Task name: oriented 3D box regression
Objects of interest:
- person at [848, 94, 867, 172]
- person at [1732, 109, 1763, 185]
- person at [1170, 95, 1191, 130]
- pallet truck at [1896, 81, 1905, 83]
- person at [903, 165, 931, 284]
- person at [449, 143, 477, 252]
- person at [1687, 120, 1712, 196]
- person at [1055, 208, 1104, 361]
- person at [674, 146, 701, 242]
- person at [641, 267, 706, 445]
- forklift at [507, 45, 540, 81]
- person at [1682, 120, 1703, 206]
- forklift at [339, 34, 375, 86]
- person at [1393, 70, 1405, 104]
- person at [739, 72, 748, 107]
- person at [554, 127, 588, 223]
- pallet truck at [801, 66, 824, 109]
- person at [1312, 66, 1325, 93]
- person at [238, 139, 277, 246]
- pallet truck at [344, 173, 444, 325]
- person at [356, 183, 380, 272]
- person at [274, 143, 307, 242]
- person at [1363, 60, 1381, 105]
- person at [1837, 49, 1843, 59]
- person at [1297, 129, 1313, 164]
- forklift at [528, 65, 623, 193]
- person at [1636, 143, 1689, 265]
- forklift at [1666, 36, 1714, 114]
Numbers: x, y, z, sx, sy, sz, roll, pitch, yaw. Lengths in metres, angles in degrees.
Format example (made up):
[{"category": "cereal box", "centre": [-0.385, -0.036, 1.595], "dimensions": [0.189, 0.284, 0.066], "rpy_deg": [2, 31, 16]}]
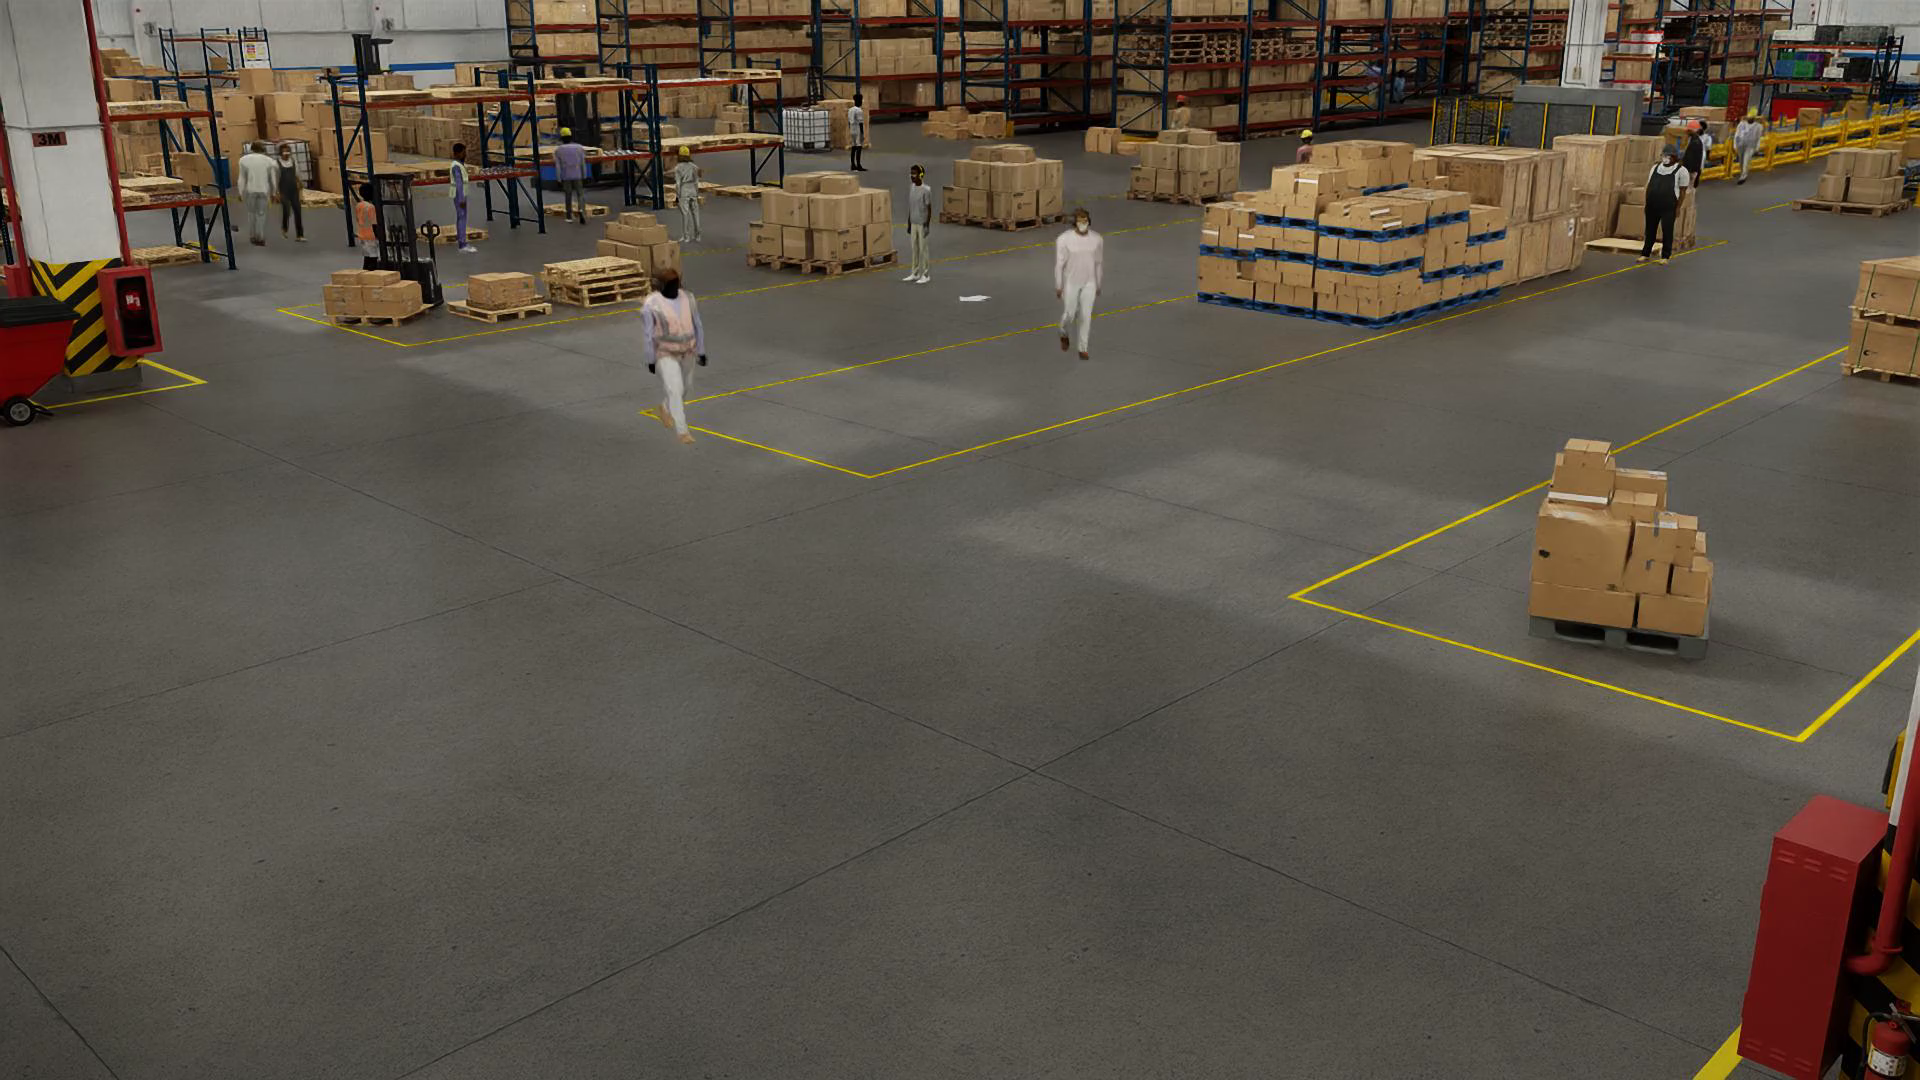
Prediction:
[{"category": "person", "centre": [-2.634, -10.457, 42.715], "dimensions": [0.363, 1.963, 0.612], "rpy_deg": [-11, 21, -31]}, {"category": "person", "centre": [18.985, -9.492, 40.083], "dimensions": [0.579, 1.794, 0.900], "rpy_deg": [17, 25, 41]}, {"category": "person", "centre": [5.636, -10.542, 43.074], "dimensions": [0.566, 1.896, 0.919], "rpy_deg": [-17, 25, -42]}, {"category": "pallet truck", "centre": [34.802, -16.331, 61.455], "dimensions": [0.653, 1.274, 1.630], "rpy_deg": [17, 25, 41]}, {"category": "person", "centre": [-0.670, -5.039, 26.541], "dimensions": [0.329, 1.873, 0.514], "rpy_deg": [-16, 24, -40]}, {"category": "person", "centre": [-8.909, -6.104, 29.681], "dimensions": [0.392, 1.916, 0.592], "rpy_deg": [-5, 19, -16]}, {"category": "person", "centre": [16.754, -8.676, 37.774], "dimensions": [0.449, 1.686, 0.548], "rpy_deg": [-17, 25, -41]}, {"category": "person", "centre": [1.506, -3.257, 21.105], "dimensions": [0.627, 1.924, 0.541], "rpy_deg": [-4, 19, -12]}, {"category": "person", "centre": [-5.078, -6.420, 30.901], "dimensions": [0.486, 1.744, 0.310], "rpy_deg": [-14, 23, -36]}, {"category": "person", "centre": [-3.006, -1.958, 17.347], "dimensions": [0.621, 1.819, 0.830], "rpy_deg": [-15, 23, -38]}, {"category": "forklift", "centre": [-13.783, -14.293, 52.844], "dimensions": [1.129, 2.768, 1.873], "rpy_deg": [-8, 20, -23]}, {"category": "person", "centre": [14.835, -7.508, 33.802], "dimensions": [0.394, 1.987, 0.626], "rpy_deg": [5, 19, 15]}, {"category": "forklift", "centre": [-23.287, -18.355, 65.083], "dimensions": [1.129, 2.768, 1.873], "rpy_deg": [17, 25, 41]}, {"category": "person", "centre": [16.222, -16.556, 61.576], "dimensions": [0.541, 1.659, 0.547], "rpy_deg": [-17, 25, -41]}, {"category": "person", "centre": [-7.327, -14.919, 56.322], "dimensions": [0.335, 1.865, 0.520], "rpy_deg": [9, 21, 26]}, {"category": "person", "centre": [-7.752, -7.269, 33.192], "dimensions": [0.634, 1.910, 0.676], "rpy_deg": [-6, 19, -17]}, {"category": "pallet truck", "centre": [-4.812, -15.182, 56.903], "dimensions": [0.823, 1.965, 1.885], "rpy_deg": [-9, 21, -26]}, {"category": "person", "centre": [15.766, -20.326, 73.029], "dimensions": [0.852, 1.597, 0.519], "rpy_deg": [-16, 24, -40]}, {"category": "person", "centre": [-12.859, -6.360, 30.479], "dimensions": [0.715, 1.898, 0.631], "rpy_deg": [-8, 20, -23]}, {"category": "pallet truck", "centre": [-8.209, -4.181, 23.757], "dimensions": [0.823, 1.965, 1.885], "rpy_deg": [3, 19, 9]}, {"category": "person", "centre": [-9.076, -4.640, 25.607], "dimensions": [0.317, 1.697, 0.540], "rpy_deg": [-16, 24, -41]}, {"category": "person", "centre": [-12.434, -6.428, 30.796], "dimensions": [0.487, 1.830, 0.592], "rpy_deg": [16, 24, 40]}, {"category": "person", "centre": [15.799, -17.494, 63.997], "dimensions": [0.659, 1.908, 0.768], "rpy_deg": [-6, 19, -18]}, {"category": "person", "centre": [41.276, -22.264, 78.284], "dimensions": [0.434, 1.976, 0.613], "rpy_deg": [14, 23, 36]}, {"category": "person", "centre": [7.122, -7.551, 34.273], "dimensions": [0.525, 1.770, 0.306], "rpy_deg": [-10, 21, -28]}, {"category": "forklift", "centre": [-9.032, -9.589, 38.673], "dimensions": [1.129, 2.768, 1.873], "rpy_deg": [17, 25, 41]}, {"category": "person", "centre": [11.949, -5.712, 28.303], "dimensions": [0.537, 2.000, 0.679], "rpy_deg": [-17, 25, -41]}, {"category": "forklift", "centre": [27.341, -17.291, 61.877], "dimensions": [1.129, 2.768, 1.873], "rpy_deg": [17, 25, 41]}]
